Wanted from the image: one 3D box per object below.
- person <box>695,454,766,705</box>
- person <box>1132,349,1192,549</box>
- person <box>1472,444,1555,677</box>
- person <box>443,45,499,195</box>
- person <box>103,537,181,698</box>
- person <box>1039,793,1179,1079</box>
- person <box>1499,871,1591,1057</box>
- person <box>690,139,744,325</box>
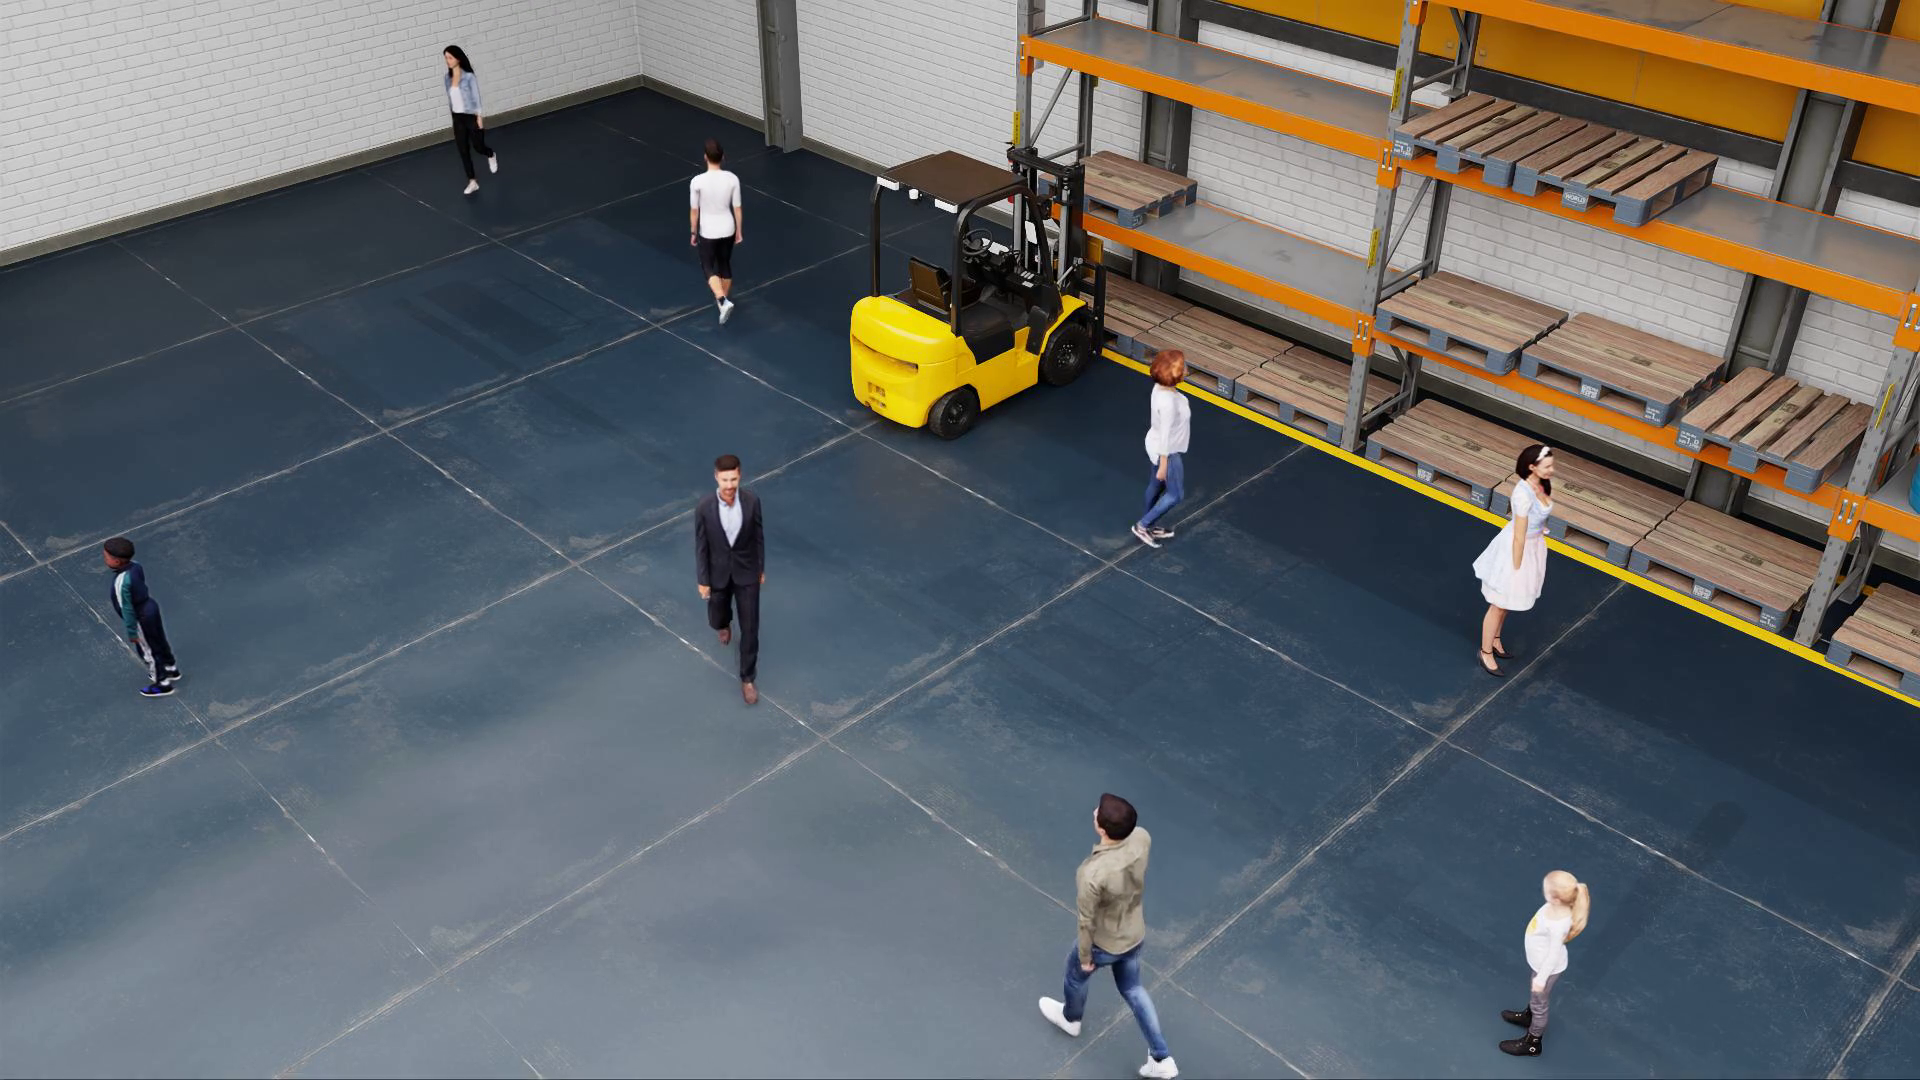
[{"bbox_3d":[-1.590,0.194,11.517,0.986,1.846,1.139,-7,34,-10],"label":"person"},{"bbox_3d":[1.505,-0.717,13.018,0.841,1.703,0.779,0,34,-1],"label":"person"},{"bbox_3d":[3.892,0.128,11.643,0.795,1.818,0.765,19,38,26],"label":"person"},{"bbox_3d":[-5.688,-4.908,19.337,0.948,1.688,0.932,8,34,12],"label":"person"},{"bbox_3d":[-5.692,0.522,11.558,0.627,1.255,0.548,-5,34,-8],"label":"person"},{"bbox_3d":[0.855,2.085,8.667,0.765,1.852,1.167,-24,41,-32],"label":"person"},{"bbox_3d":[3.157,2.258,8.925,0.593,1.279,0.561,12,36,18],"label":"person"},{"bbox_3d":[-2.379,-3.002,16.338,0.900,1.834,1.096,-13,36,-19],"label":"person"}]
